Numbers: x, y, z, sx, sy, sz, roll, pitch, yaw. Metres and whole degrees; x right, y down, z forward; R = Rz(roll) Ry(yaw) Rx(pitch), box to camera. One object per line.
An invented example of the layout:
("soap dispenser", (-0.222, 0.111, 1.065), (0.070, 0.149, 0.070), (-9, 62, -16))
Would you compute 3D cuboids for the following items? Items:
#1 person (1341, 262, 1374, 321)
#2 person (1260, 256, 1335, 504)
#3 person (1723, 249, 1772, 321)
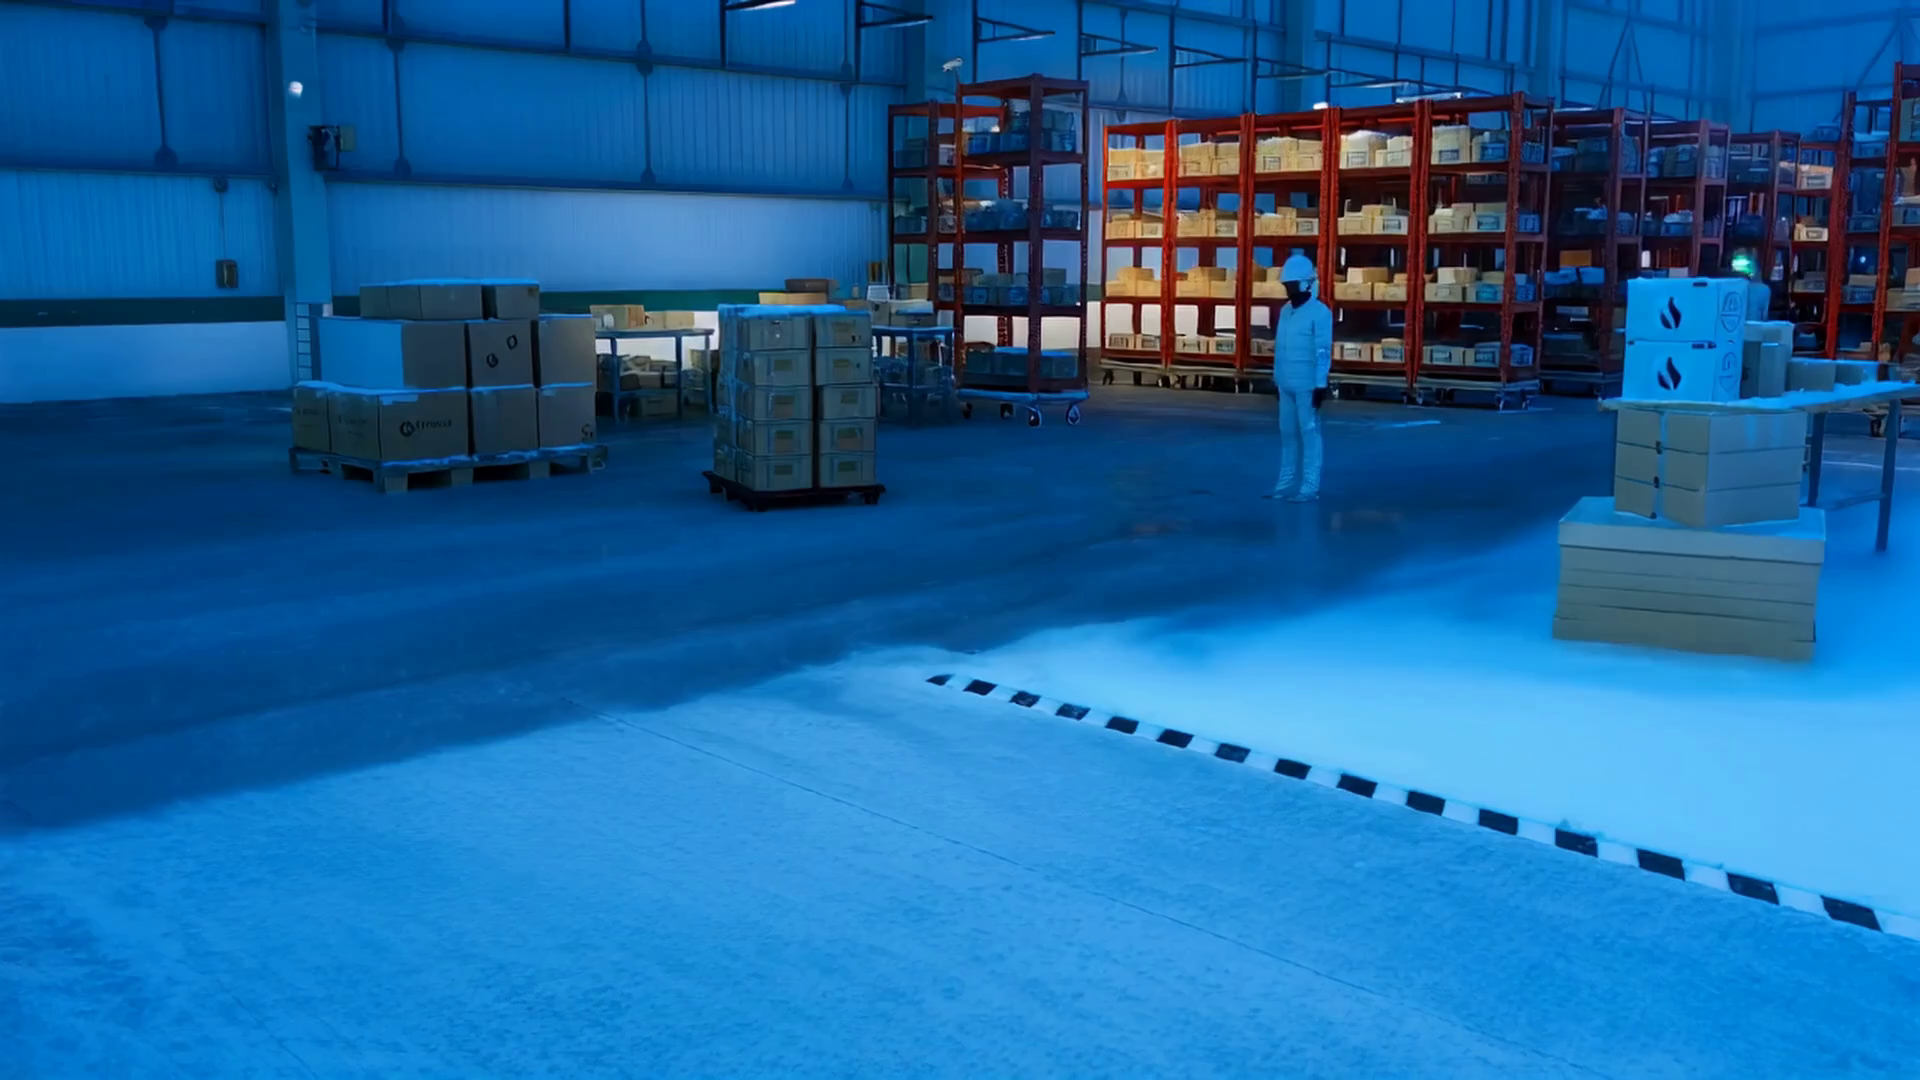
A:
("person", (7.335, -4.265, 30.554), (0.604, 1.784, 0.922), (6, 11, 31))
("person", (2.387, -1.128, 11.798), (0.338, 1.744, 0.560), (-5, 10, -25))
("person", (7.512, -1.890, 16.116), (0.595, 1.828, 0.457), (6, 11, 31))
